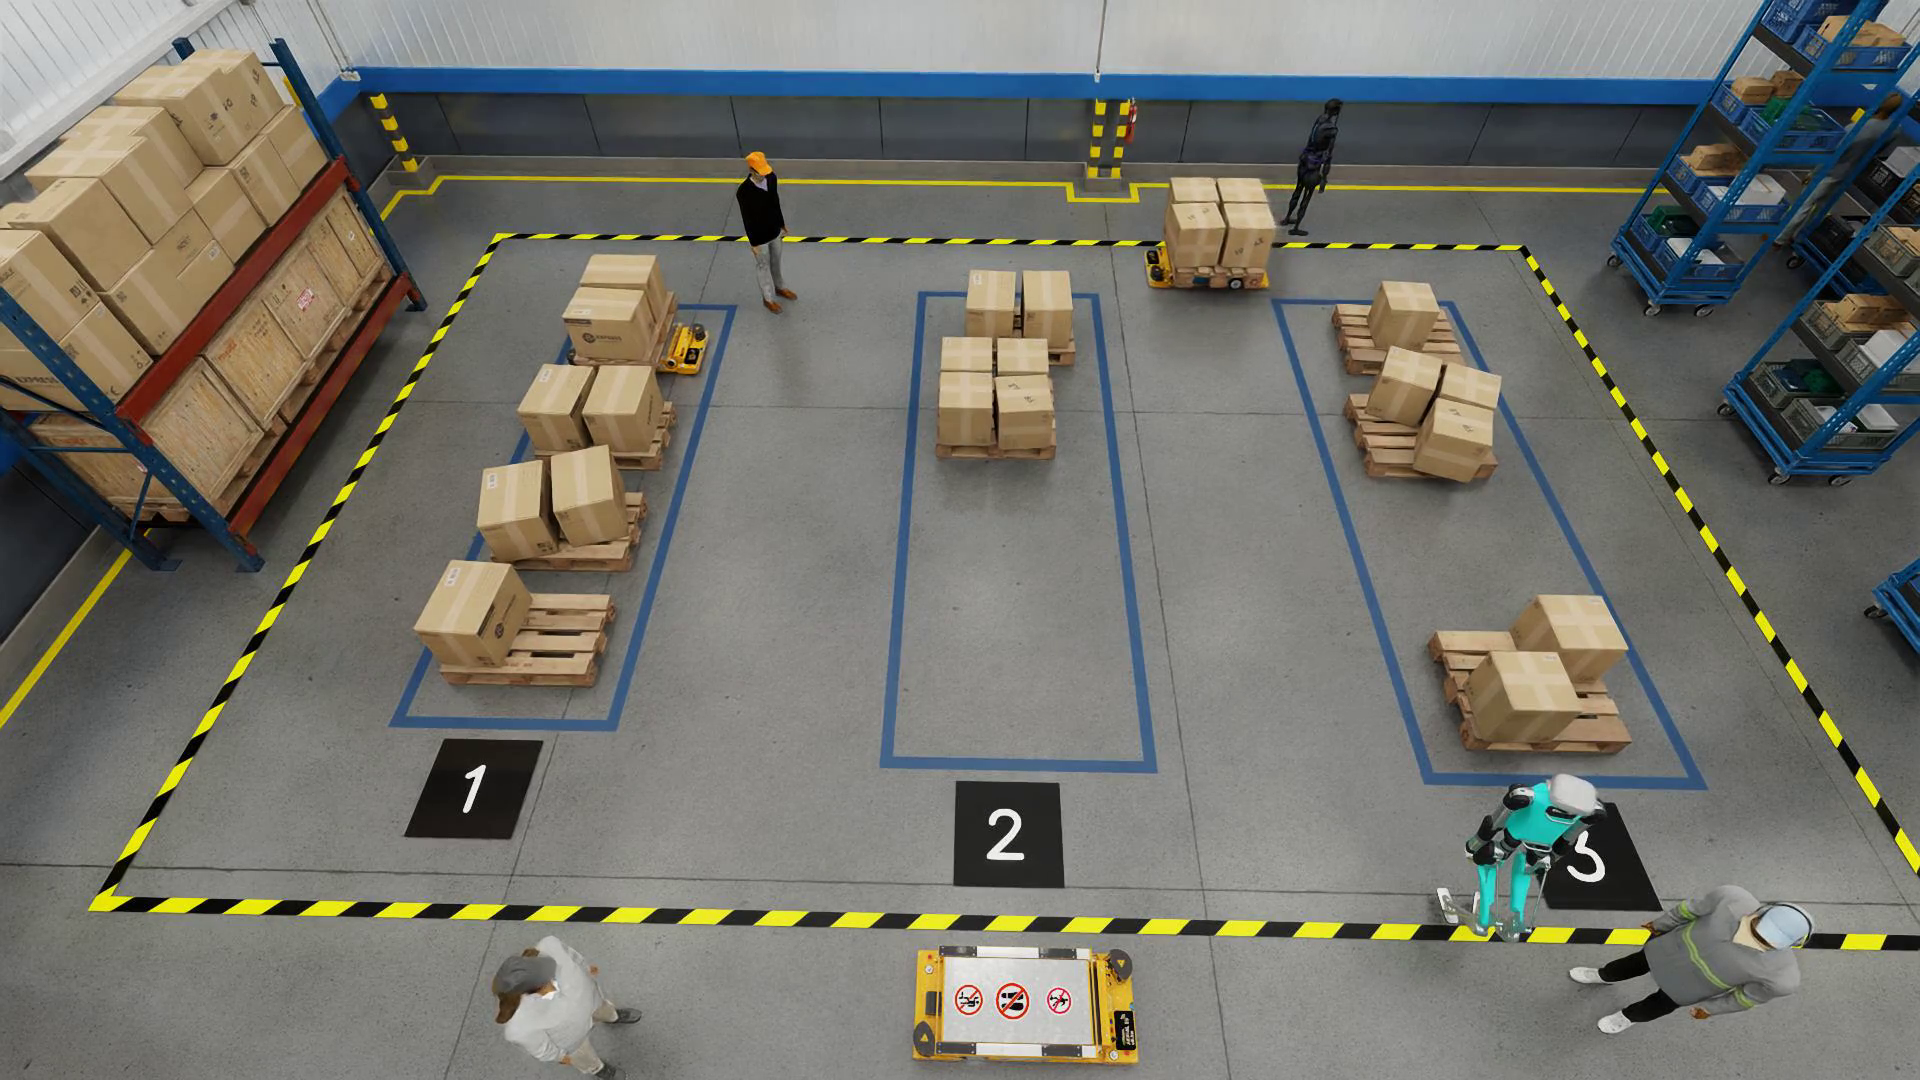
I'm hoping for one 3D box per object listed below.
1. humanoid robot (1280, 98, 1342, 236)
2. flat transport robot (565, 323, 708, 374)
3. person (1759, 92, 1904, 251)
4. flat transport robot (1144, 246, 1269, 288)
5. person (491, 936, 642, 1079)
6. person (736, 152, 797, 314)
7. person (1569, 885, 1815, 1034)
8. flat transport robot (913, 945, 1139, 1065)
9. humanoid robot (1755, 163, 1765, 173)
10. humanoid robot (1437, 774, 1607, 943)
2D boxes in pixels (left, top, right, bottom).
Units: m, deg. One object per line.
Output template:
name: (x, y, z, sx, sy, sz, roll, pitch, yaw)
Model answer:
humanoid robot: (4.365, -4.616, 11.328, 0.315, 1.659, 0.599, -7, 51, -6)
flat transport robot: (-3.596, -2.150, 10.220, 1.431, 0.197, 0.652, 1, 51, 1)
person: (10.478, -4.379, 10.979, 0.630, 1.940, 0.372, -1, 51, -1)
flat transport robot: (3.013, -3.361, 11.208, 1.431, 0.197, 0.652, 1, 51, 1)
person: (-2.273, 2.721, 5.297, 0.397, 1.769, 0.573, 3, 51, 3)
person: (-2.154, -3.442, 10.254, 0.382, 1.878, 0.585, 26, 55, 20)
person: (4.319, 2.505, 5.422, 0.364, 1.852, 0.590, -6, 51, -5)
flat transport robot: (0.422, 3.041, 6.007, 1.431, 0.231, 0.659, 1, 51, 1)
humanoid robot: (9.308, -4.254, 11.044, 0.613, 1.639, 0.397, -14, 52, -11)
humanoid robot: (3.480, 2.117, 5.725, 0.533, 1.677, 0.735, 10, 51, 8)
